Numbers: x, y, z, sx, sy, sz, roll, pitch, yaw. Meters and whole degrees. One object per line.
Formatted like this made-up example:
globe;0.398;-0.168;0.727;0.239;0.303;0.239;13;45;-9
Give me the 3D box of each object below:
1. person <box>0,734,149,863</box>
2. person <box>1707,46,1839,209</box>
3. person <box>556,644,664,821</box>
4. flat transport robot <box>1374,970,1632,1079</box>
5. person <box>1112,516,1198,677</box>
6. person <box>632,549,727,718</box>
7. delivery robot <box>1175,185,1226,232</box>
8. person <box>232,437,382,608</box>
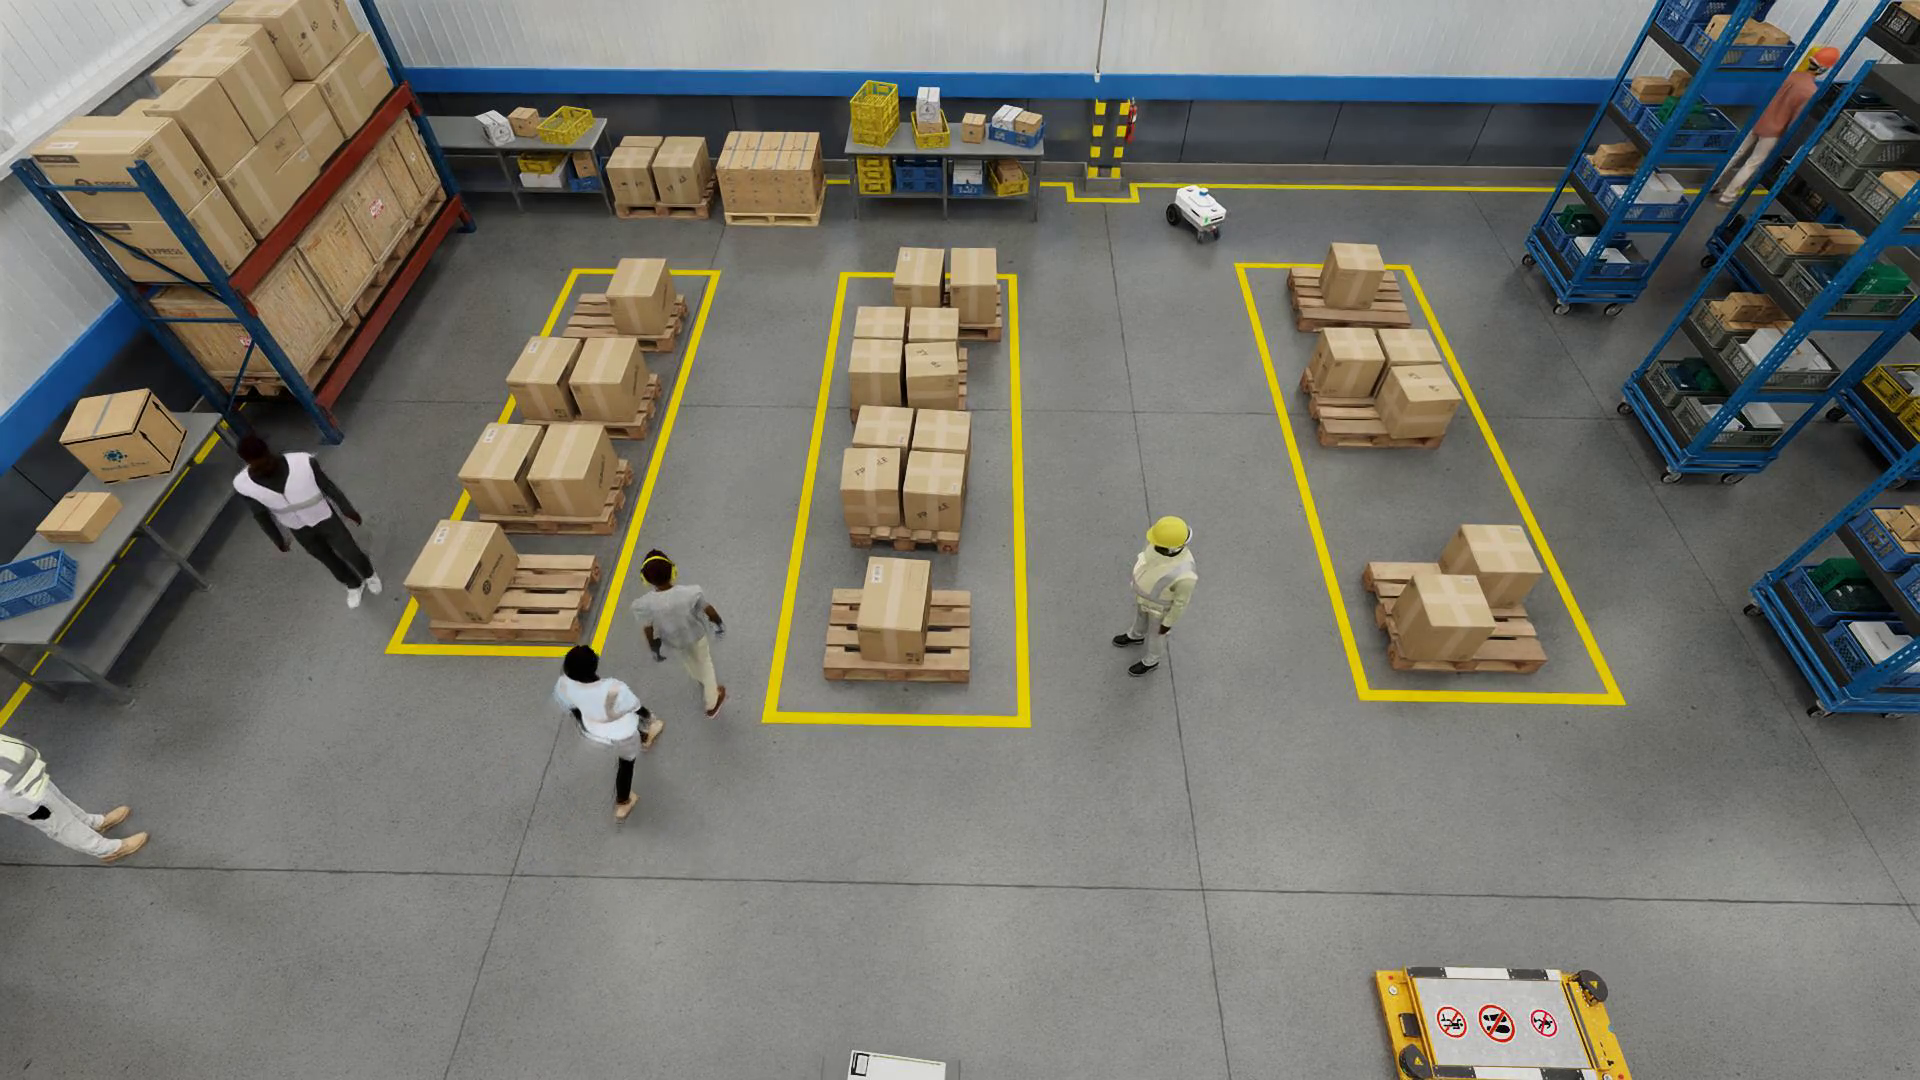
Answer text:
person;-6.297;1.631;6.131;0.620;1.845;0.429;34;59;25
person;10.299;-5.215;11.624;0.419;1.983;0.614;-3;51;-2
person;-2.486;1.311;6.507;0.534;1.662;0.848;13;52;10
flat transport robot;3.501;3.133;5.914;1.431;0.197;0.652;1;51;1
person;1.516;0.429;7.124;0.403;1.823;0.586;-12;52;-10
person;-2.061;0.692;6.892;0.568;1.854;0.520;-14;52;-11
delivery robot;3.064;-4.241;11.685;0.477;0.478;0.707;-20;54;-16
person;-5.340;-0.148;7.540;0.644;1.901;0.446;-21;54;-17
